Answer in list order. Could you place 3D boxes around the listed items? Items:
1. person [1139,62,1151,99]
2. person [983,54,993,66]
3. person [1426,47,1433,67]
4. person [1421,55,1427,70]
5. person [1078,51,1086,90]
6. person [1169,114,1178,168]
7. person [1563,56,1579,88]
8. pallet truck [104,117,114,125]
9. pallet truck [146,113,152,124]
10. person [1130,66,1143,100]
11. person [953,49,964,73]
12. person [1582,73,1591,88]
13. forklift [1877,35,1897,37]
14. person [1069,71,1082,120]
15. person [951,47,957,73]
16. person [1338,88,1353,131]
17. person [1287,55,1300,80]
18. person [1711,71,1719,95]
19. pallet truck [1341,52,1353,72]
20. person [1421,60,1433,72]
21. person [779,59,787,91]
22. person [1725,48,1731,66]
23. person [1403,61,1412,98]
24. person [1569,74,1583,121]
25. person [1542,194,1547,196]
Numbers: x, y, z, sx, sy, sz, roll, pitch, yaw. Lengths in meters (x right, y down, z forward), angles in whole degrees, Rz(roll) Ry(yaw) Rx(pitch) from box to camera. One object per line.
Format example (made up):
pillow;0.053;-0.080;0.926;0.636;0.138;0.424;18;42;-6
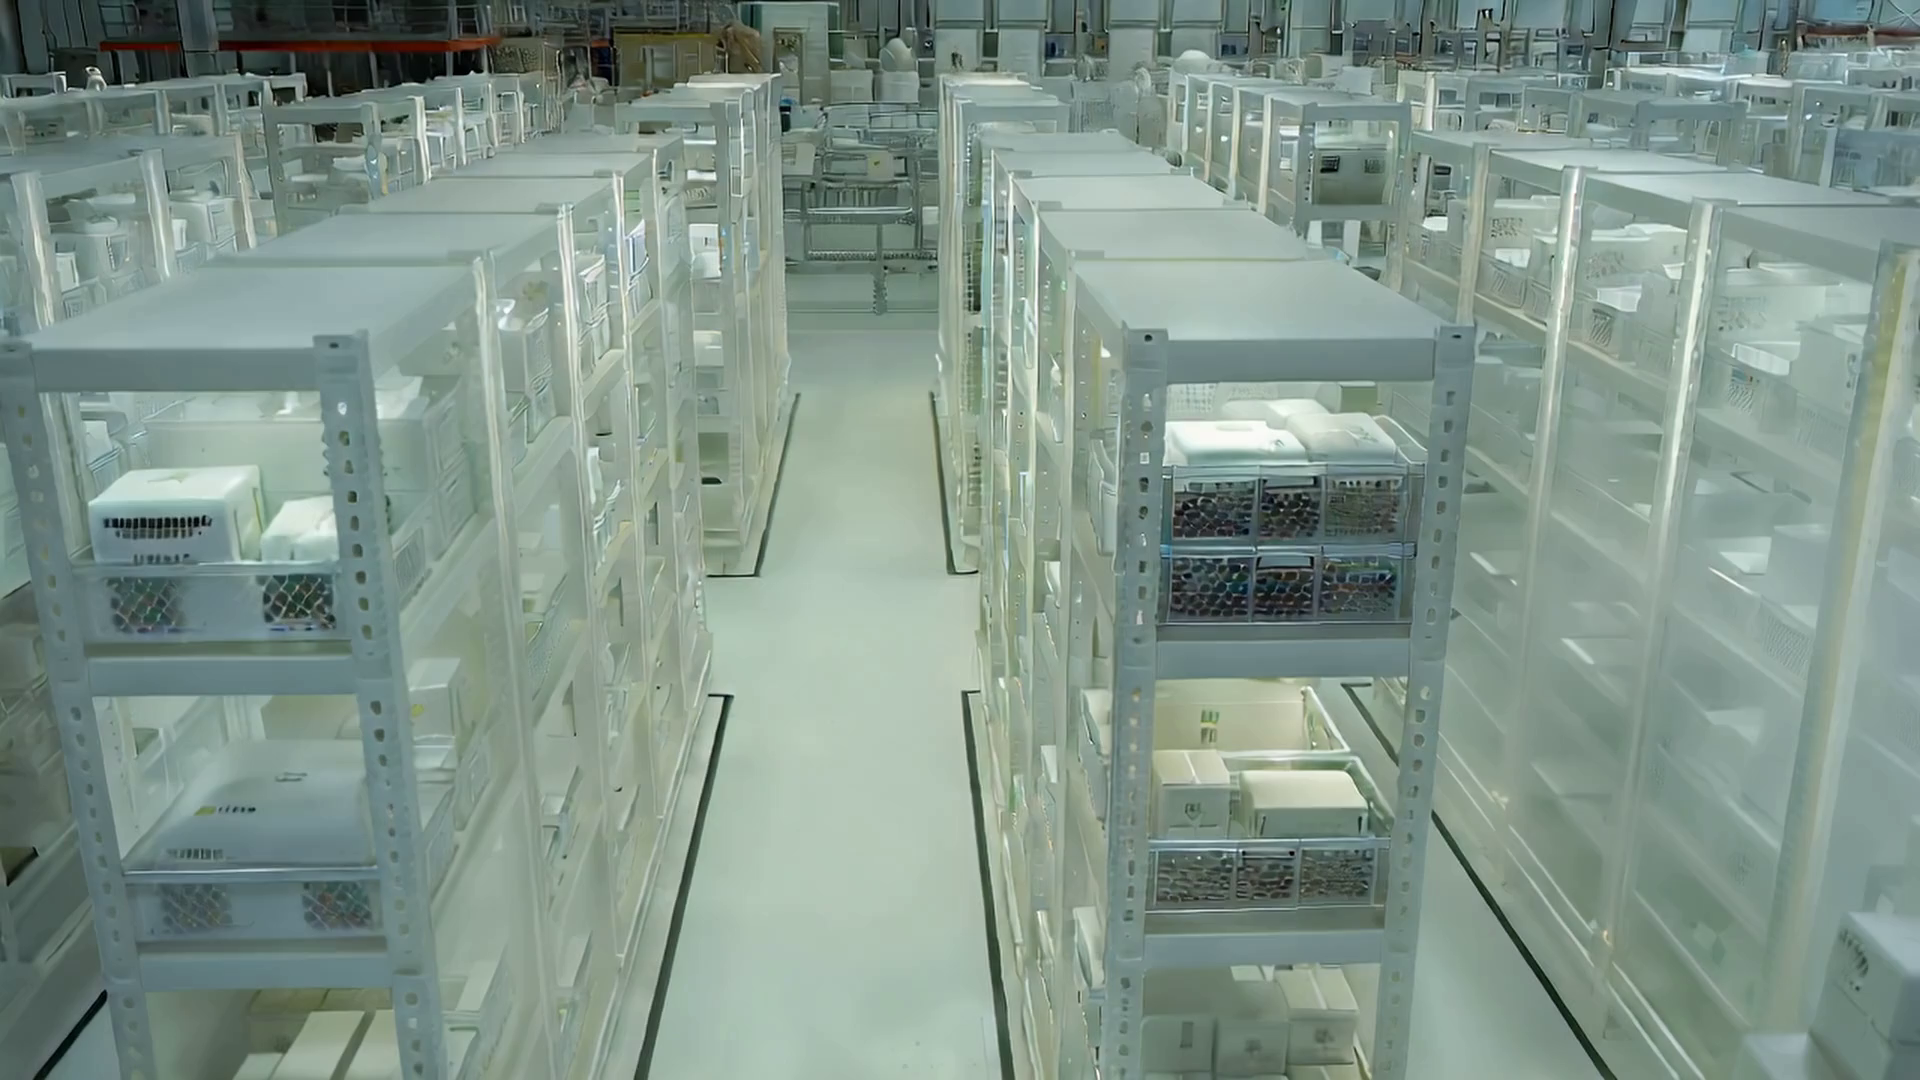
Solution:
person;7.499;-18.440;67.783;0.439;1.981;0.627;-13;22;-35
person;1.296;-22.356;79.970;0.586;1.928;0.365;13;22;36
person;26.062;-26.387;92.433;0.377;1.932;0.552;-1;18;-4
person;23.026;-23.189;82.696;0.552;1.826;0.570;-13;22;-35
person;6.259;-24.049;85.190;0.355;1.938;0.634;-7;19;-20
person;5.108;-9.359;40.009;0.326;1.767;0.533;-3;18;-9
person;28.307;-21.430;77.101;0.661;1.923;0.672;7;19;21
pallet truck;-18.367;-7.885;35.078;1.885;1.965;0.823;1;18;2
pallet truck;-18.087;-8.309;36.390;1.885;1.965;0.823;-1;18;-4
person;6.697;-17.193;63.901;1.064;1.983;0.636;-13;22;-36
person;-0.191;-25.651;90.177;0.882;1.914;0.639;17;24;42
person;24.306;-17.219;64.438;0.317;1.697;0.540;-7;19;-22
forklift;44.183;-22.805;79.833;1.129;2.768;1.873;-1;18;-2
person;4.226;-16.878;63.168;0.838;1.842;0.519;11;21;30
person;-0.306;-26.562;92.970;0.543;1.938;0.356;-14;23;-38
person;11.795;-12.823;50.647;0.614;1.813;0.432;-3;18;-8
person;16.593;-23.291;83.094;0.699;1.788;0.822;-17;24;-42
person;33.329;-20.225;73.424;0.609;1.898;0.644;-16;24;-40
pallet truck;18.794;-23.123;82.231;0.823;1.965;1.885;-13;22;-35
person;20.448;-20.049;72.855;0.581;1.919;0.395;-6;19;-17
person;-8.683;-22.748;81.323;0.429;1.839;0.634;-7;19;-22
person;41.561;-25.691;90.274;0.372;1.940;0.630;0;18;0
person;20.936;-21.593;78.021;0.409;1.674;0.603;12;21;32
person;21.352;-15.220;57.870;0.360;1.939;0.543;-10;21;-29
person;12.215;-7.587;34.709;0.538;1.653;0.863;-6;19;-18
